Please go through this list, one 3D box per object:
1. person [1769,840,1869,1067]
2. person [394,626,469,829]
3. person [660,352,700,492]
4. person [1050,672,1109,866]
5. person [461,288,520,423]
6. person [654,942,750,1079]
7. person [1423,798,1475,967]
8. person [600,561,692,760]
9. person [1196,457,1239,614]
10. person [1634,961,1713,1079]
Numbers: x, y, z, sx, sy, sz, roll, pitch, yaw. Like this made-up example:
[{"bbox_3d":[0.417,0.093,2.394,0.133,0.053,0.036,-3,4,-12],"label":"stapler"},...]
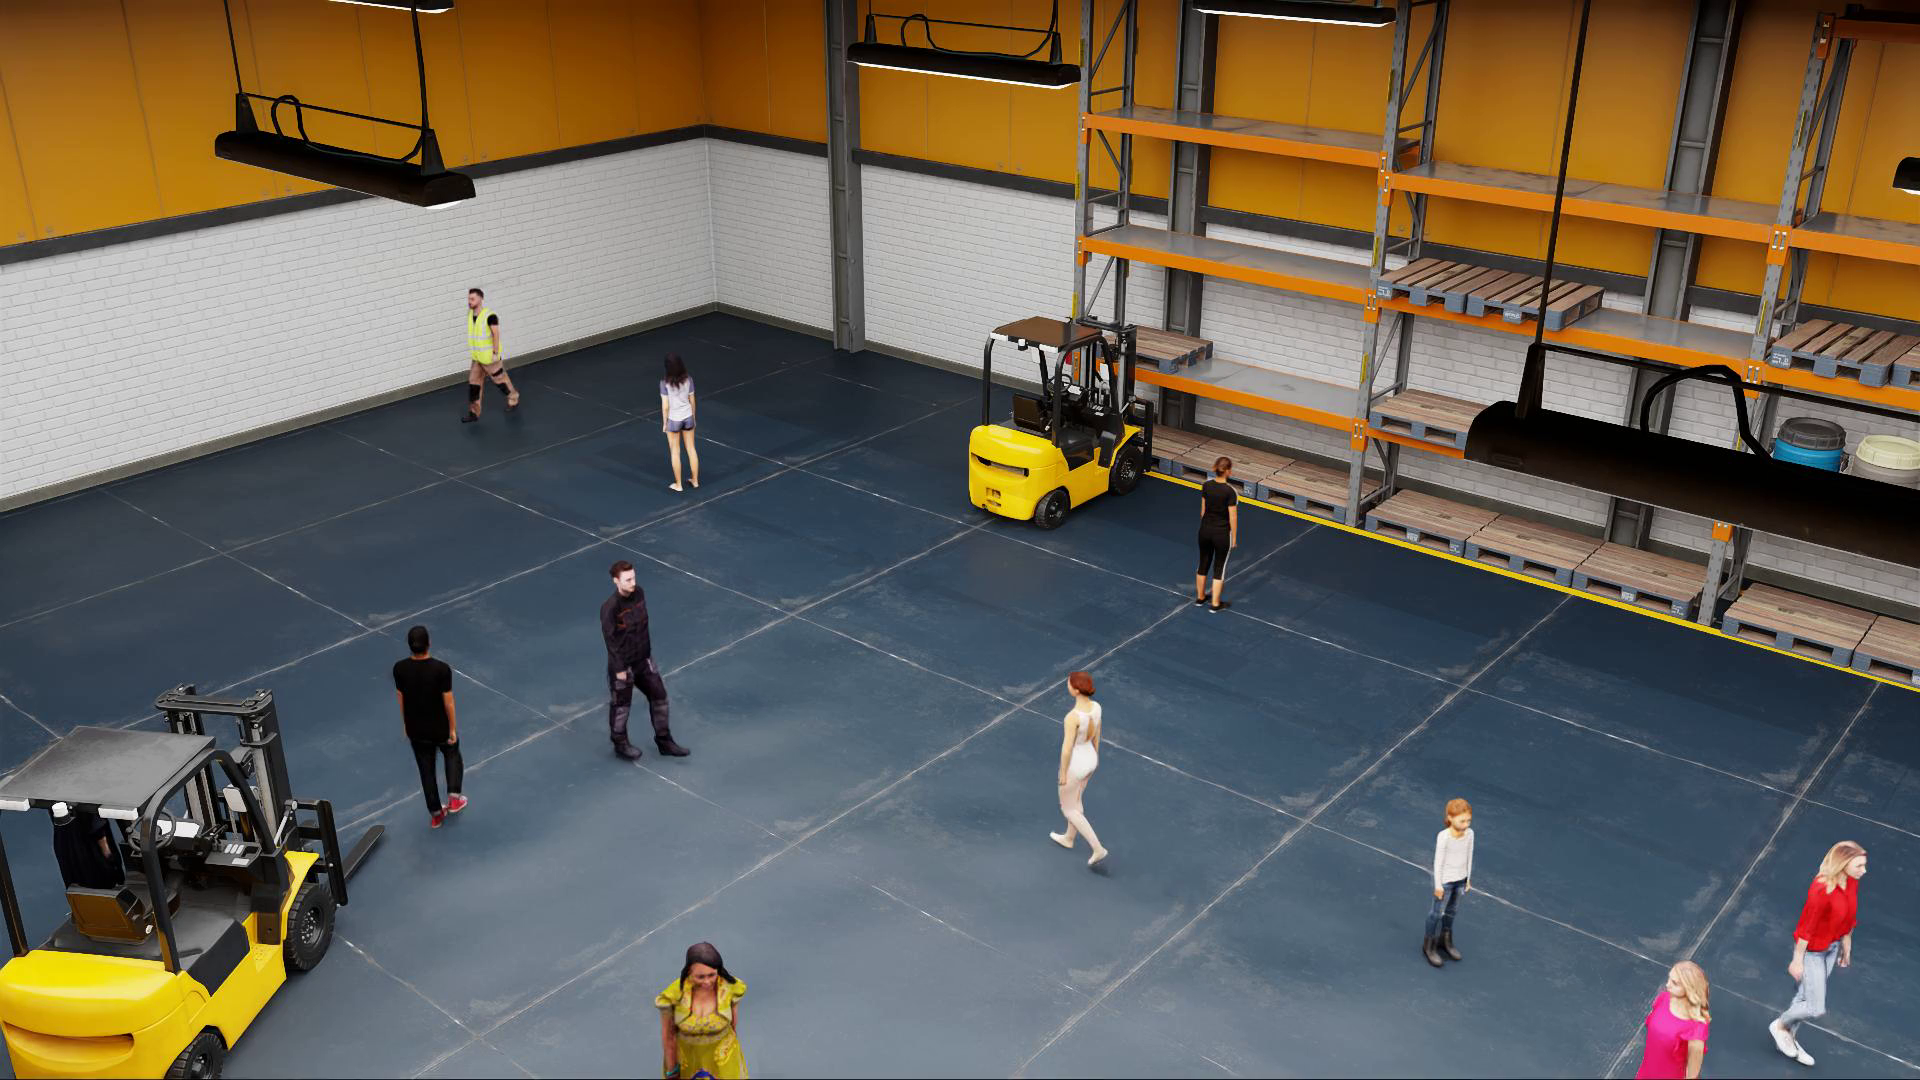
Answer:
[{"bbox_3d":[5.516,2.638,10.832,0.701,1.698,0.676,-14,27,-29],"label":"person"},{"bbox_3d":[-4.262,1.532,13.308,0.761,1.743,0.821,-2,24,-5],"label":"person"},{"bbox_3d":[-3.392,-1.440,20.119,0.644,1.732,0.614,-14,27,-28],"label":"person"},{"bbox_3d":[0.969,1.784,12.871,0.841,1.631,0.569,19,30,37],"label":"person"},{"bbox_3d":[-6.359,-2.521,22.501,1.190,1.805,0.964,12,26,25],"label":"person"},{"bbox_3d":[-1.557,3.058,9.996,1.243,1.598,1.389,-5,24,-12],"label":"person"},{"bbox_3d":[3.481,2.411,11.831,0.537,1.313,0.578,-10,26,-22],"label":"person"},{"bbox_3d":[-2.897,1.030,14.280,0.993,1.882,0.784,14,27,28],"label":"person"},{"bbox_3d":[2.623,-0.069,17.062,0.468,1.668,0.647,21,31,39],"label":"person"},{"bbox_3d":[4.173,3.154,9.639,0.926,1.710,0.880,-3,24,-7],"label":"person"}]
